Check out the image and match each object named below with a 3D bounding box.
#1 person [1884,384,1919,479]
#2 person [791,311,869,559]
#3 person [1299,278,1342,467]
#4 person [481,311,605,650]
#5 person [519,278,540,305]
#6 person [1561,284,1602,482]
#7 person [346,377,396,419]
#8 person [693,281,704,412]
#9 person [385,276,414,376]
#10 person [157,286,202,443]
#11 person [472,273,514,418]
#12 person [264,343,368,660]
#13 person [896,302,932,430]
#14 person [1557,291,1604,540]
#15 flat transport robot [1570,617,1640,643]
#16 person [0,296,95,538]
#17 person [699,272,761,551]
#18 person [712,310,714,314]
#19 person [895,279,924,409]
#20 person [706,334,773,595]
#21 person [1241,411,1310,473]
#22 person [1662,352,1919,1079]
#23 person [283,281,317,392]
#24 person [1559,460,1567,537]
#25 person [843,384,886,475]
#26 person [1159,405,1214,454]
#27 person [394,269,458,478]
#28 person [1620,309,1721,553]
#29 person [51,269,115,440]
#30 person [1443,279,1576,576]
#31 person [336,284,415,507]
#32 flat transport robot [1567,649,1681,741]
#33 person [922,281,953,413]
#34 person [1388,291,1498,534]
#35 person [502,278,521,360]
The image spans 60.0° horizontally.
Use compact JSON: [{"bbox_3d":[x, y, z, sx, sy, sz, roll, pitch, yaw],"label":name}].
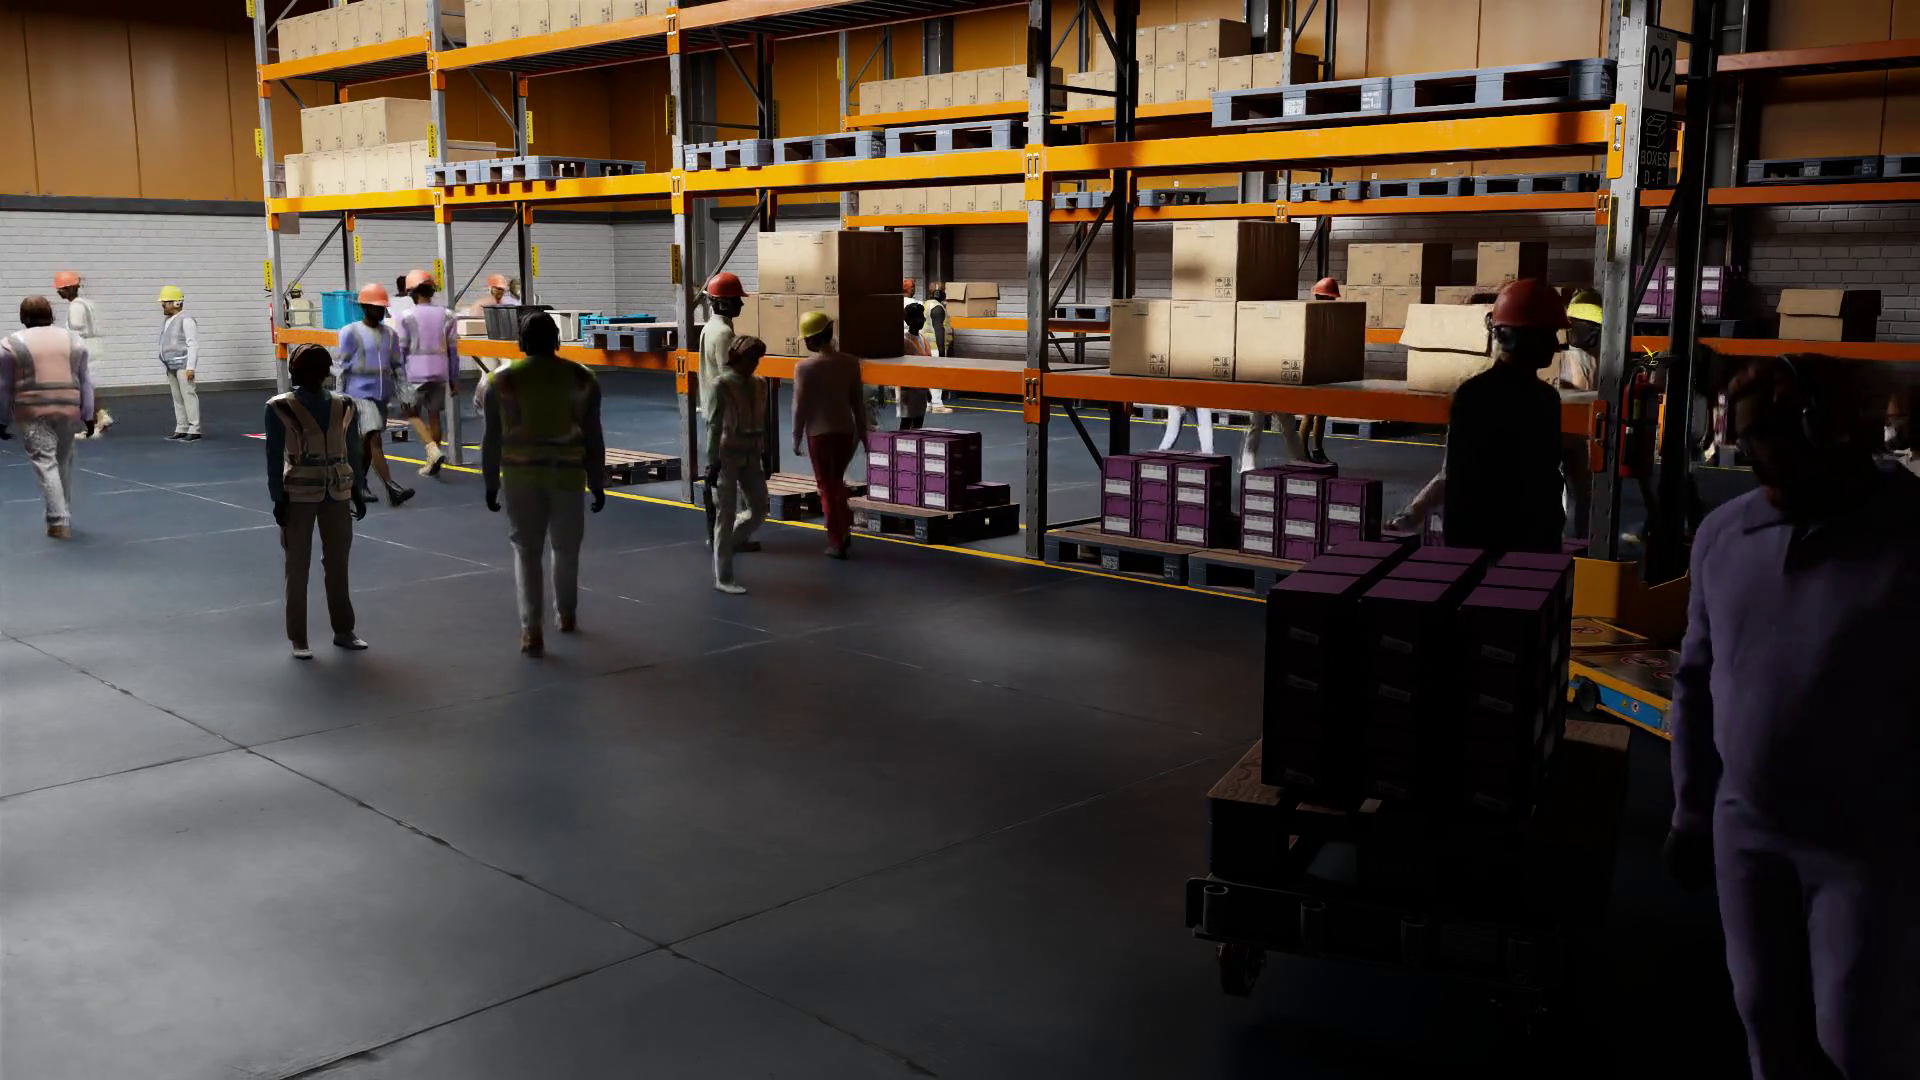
[{"bbox_3d":[3.717,0.200,6.336,0.816,1.597,0.535,1,9,7],"label":"person"},{"bbox_3d":[-0.945,-0.740,11.686,0.563,1.725,0.559,-6,11,-31],"label":"person"},{"bbox_3d":[3.644,-1.660,16.715,0.552,1.933,0.374,-8,12,-42],"label":"person"},{"bbox_3d":[-2.246,-0.331,8.977,0.643,1.809,0.866,-3,10,-17],"label":"person"},{"bbox_3d":[-7.660,-3.709,29.549,0.645,1.885,0.647,8,12,42],"label":"person"},{"bbox_3d":[5.486,-1.320,14.792,0.655,1.880,1.039,-2,9,-12],"label":"person"},{"bbox_3d":[-7.517,-2.214,20.911,0.626,1.678,0.546,-1,9,-4],"label":"person"},{"bbox_3d":[-3.740,-2.740,23.611,0.476,1.853,0.513,4,10,23],"label":"person"},{"bbox_3d":[-8.638,-3.155,25.938,0.599,1.918,0.386,-1,9,-8],"label":"person"},{"bbox_3d":[-9.120,-2.047,19.412,0.600,1.827,0.404,8,12,39],"label":"person"},{"bbox_3d":[-6.176,-2.531,21.972,0.623,1.967,0.838,-8,12,-39],"label":"person"},{"bbox_3d":[-3.372,-0.210,8.724,0.309,1.641,0.515,8,13,42],"label":"person"},{"bbox_3d":[-0.447,-1.465,16.248,0.318,1.697,0.535,5,10,27],"label":"person"},{"bbox_3d":[3.940,-0.658,10.754,0.612,1.874,0.768,-7,12,-38],"label":"person"},{"bbox_3d":[2.751,0.554,8.228,1.431,0.197,0.652,-2,9,-11],"label":"flat transport robot"},{"bbox_3d":[-7.011,-0.939,12.656,0.848,1.811,0.654,8,12,39],"label":"person"},{"bbox_3d":[-1.682,-0.915,11.964,0.375,1.995,0.611,-4,10,-22],"label":"person"},{"bbox_3d":[-3.467,-2.864,24.379,1.054,1.891,0.559,8,12,40],"label":"person"},{"bbox_3d":[-0.752,-2.804,23.890,0.575,1.882,0.361,5,10,26],"label":"person"},{"bbox_3d":[-1.423,-0.482,10.432,0.455,1.624,0.572,7,12,38],"label":"person"},{"bbox_3d":[3.053,-1.369,15.983,0.509,1.587,0.877,-8,12,-39],"label":"person"},{"bbox_3d":[1.748,0.561,3.314,0.562,1.866,0.681,-6,11,-31],"label":"person"},{"bbox_3d":[-10.687,-3.264,26.871,0.404,1.829,0.591,9,13,43],"label":"person"},{"bbox_3d":[4.242,-0.894,12.344,0.542,1.834,0.873,-4,10,-22],"label":"person"},{"bbox_3d":[-0.957,-1.378,15.675,0.905,1.694,0.495,5,10,28],"label":"person"},{"bbox_3d":[2.065,-1.292,15.111,0.525,1.724,0.903,-5,10,-27],"label":"person"},{"bbox_3d":[-5.077,-1.570,15.897,0.631,2.023,0.606,-8,12,-41],"label":"person"},{"bbox_3d":[4.951,-0.732,11.473,0.536,1.802,0.959,-4,10,-22],"label":"person"},{"bbox_3d":[-10.409,-2.176,19.624,0.461,2.017,0.610,-5,10,-28],"label":"person"},{"bbox_3d":[2.042,0.037,6.147,0.642,1.982,0.435,-8,12,-42],"label":"person"},{"bbox_3d":[-4.950,-1.227,14.192,0.972,1.885,0.567,6,11,33],"label":"person"},{"bbox_3d":[3.215,0.708,7.281,0.652,0.197,1.431,-2,9,-11],"label":"flat transport robot"},{"bbox_3d":[-0.317,-2.700,23.371,0.429,1.847,0.625,-3,10,-16],"label":"person"},{"bbox_3d":[3.516,-0.796,11.629,0.912,1.878,0.653,1,9,7],"label":"person"},{"bbox_3d":[-6.702,-2.992,25.009,0.992,1.902,0.645,7,11,36],"label":"person"}]
